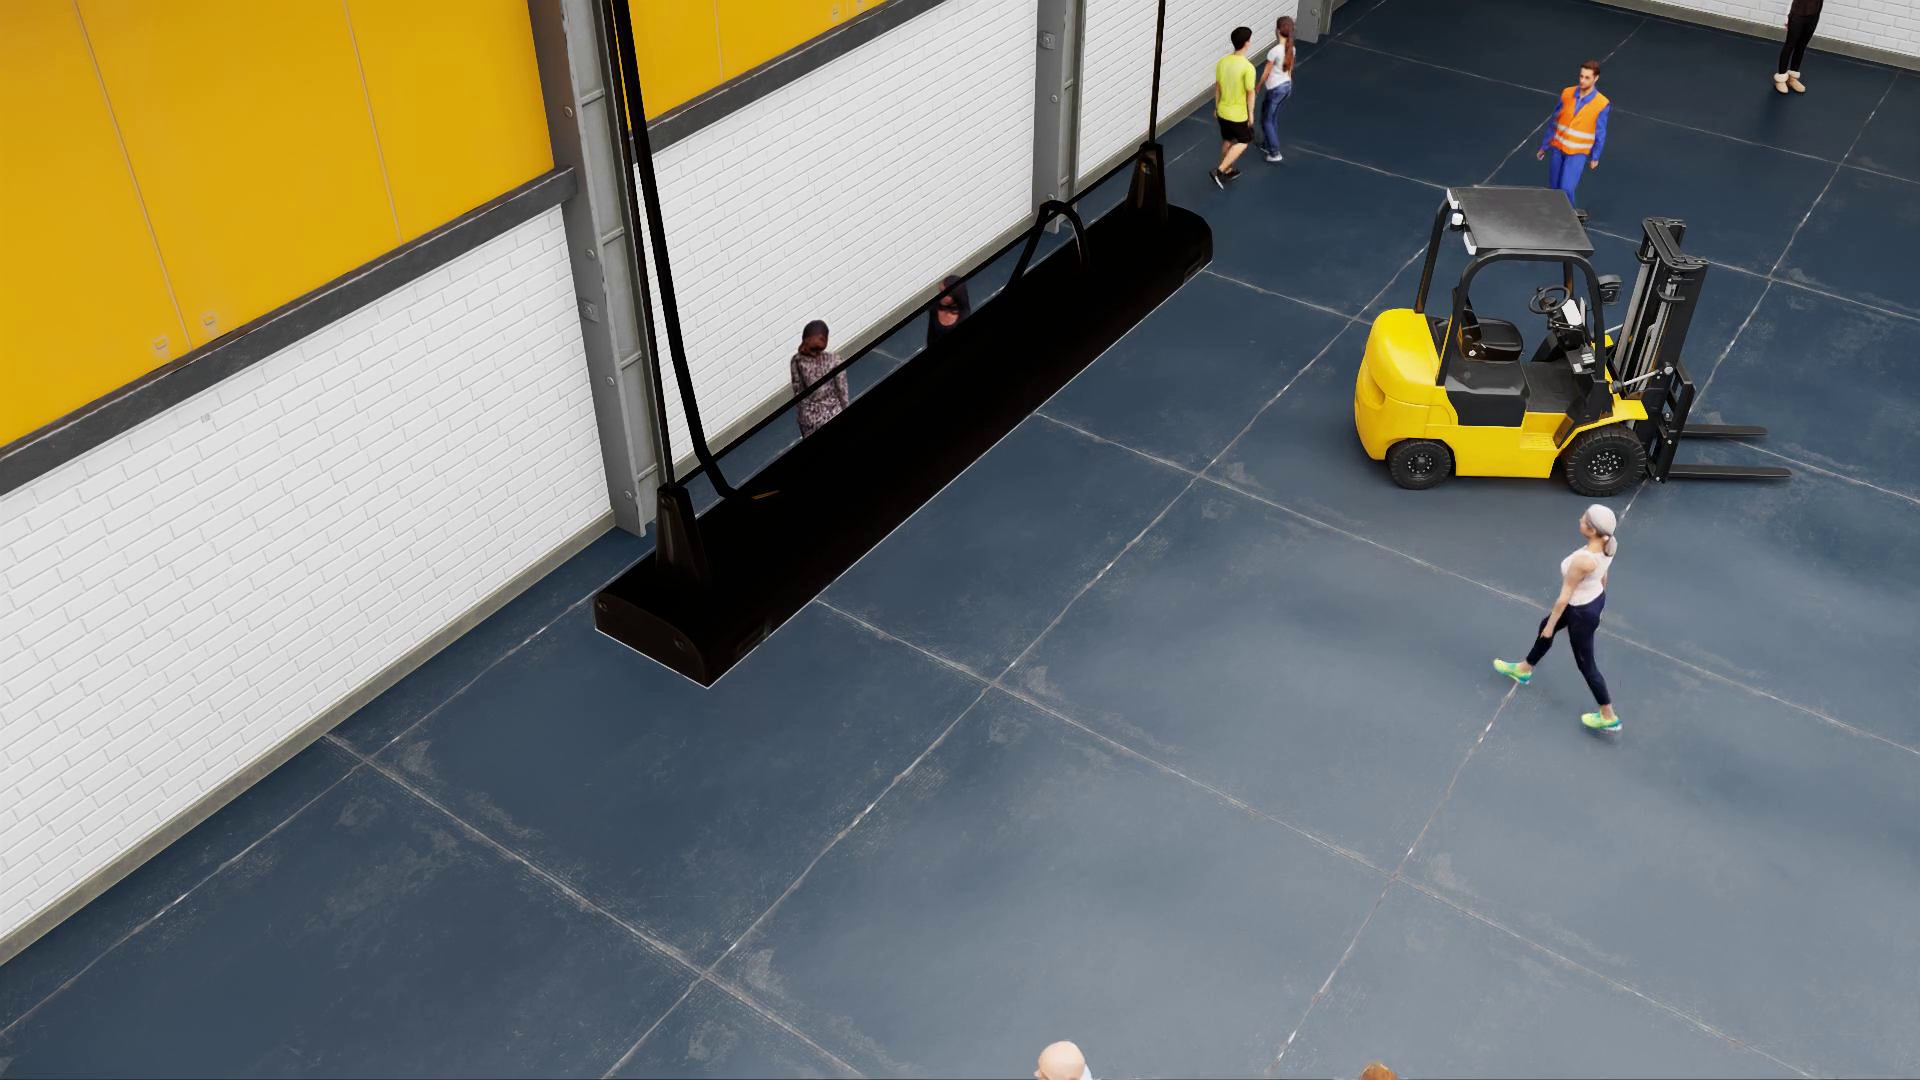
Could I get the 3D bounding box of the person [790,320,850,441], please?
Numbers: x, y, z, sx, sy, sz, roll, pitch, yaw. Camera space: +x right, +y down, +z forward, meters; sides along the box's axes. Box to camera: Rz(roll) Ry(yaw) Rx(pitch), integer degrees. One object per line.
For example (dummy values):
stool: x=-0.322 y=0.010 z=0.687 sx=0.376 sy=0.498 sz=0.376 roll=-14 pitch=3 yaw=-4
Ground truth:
person: x=-1.053 y=-0.935 z=12.689 sx=0.676 sy=1.713 sz=0.711 roll=3 pitch=39 yaw=4

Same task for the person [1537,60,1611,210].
person: x=5.955 y=-3.778 z=16.139 sx=0.746 sy=1.852 sz=0.727 roll=31 pitch=48 yaw=33

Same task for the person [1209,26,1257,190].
person: x=2.772 y=-4.382 z=17.018 sx=0.924 sy=1.699 sz=0.743 roll=-30 pitch=47 yaw=-32

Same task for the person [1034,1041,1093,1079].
person: x=0.590 y=2.922 z=7.842 sx=1.312 sy=1.736 sz=1.188 roll=-9 pitch=39 yaw=-11

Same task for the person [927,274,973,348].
person: x=-0.071 y=-1.349 z=13.202 sx=0.635 sy=1.721 sz=0.540 roll=29 pitch=47 yaw=31

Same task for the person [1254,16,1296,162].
person: x=3.373 y=-4.760 z=17.606 sx=0.725 sy=1.555 sz=0.699 roll=-29 pitch=47 yaw=-31

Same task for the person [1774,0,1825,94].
person: x=9.683 y=-6.002 z=19.081 sx=0.703 sy=1.654 sz=0.764 roll=0 pitch=39 yaw=1

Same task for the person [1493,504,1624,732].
person: x=4.132 y=0.549 z=10.879 sx=0.763 sy=1.653 sz=1.154 roll=30 pitch=47 yaw=32
